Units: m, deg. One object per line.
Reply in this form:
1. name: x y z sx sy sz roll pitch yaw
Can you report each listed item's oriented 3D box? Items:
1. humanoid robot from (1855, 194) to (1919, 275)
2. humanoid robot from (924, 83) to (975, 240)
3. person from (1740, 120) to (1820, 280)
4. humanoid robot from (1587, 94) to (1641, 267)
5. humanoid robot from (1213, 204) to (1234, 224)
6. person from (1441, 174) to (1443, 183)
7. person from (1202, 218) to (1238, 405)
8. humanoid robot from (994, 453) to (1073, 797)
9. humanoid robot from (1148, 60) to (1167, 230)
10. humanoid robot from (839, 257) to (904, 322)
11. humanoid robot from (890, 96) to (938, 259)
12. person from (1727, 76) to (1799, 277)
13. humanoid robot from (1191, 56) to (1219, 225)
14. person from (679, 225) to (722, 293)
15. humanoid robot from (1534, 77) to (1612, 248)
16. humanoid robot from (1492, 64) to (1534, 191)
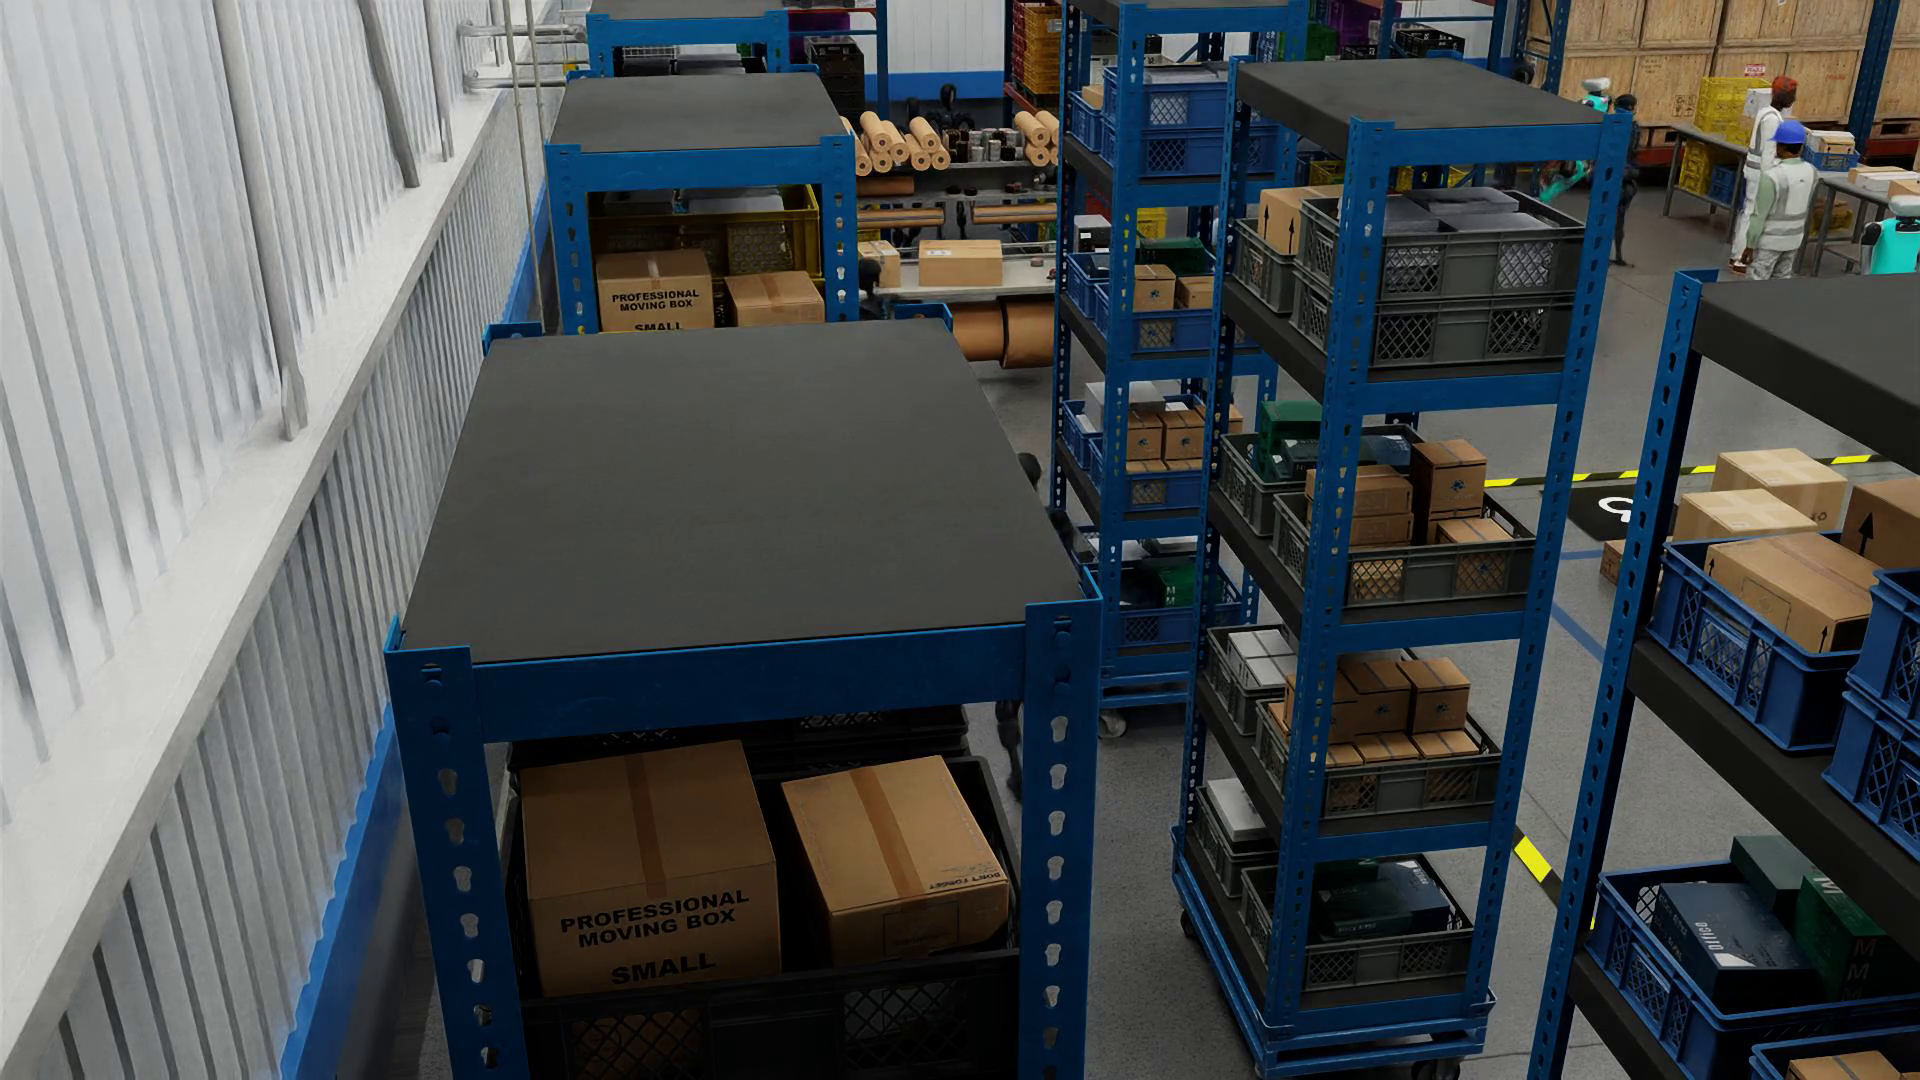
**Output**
1. humanoid robot: 6.624 -1.540 11.726 0.533 1.680 0.735 1 25 2
2. humanoid robot: -0.106 -3.766 16.794 0.593 1.655 0.322 5 25 11
3. person: 6.665 -2.454 13.637 0.611 1.939 0.412 -11 27 -23
4. humanoid robot: 6.424 -3.507 16.247 0.599 1.645 0.367 -17 30 -32
5. humanoid robot: 2.687 -3.773 16.848 0.530 1.868 0.763 -4 25 -9
6. person: 4.720 -3.928 16.720 0.391 2.040 0.607 -2 25 -5
7. person: 1.688 -1.237 11.100 0.401 1.847 0.587 -4 25 -9
8. humanoid robot: 0.241 0.363 7.891 0.606 1.633 0.796 -6 25 -13
9. humanoid robot: 1.931 -4.071 17.325 0.674 1.758 0.548 -22 33 -39
10. humanoid robot: -0.472 -1.023 10.845 0.589 1.627 0.508 -21 32 -38
11. humanoid robot: -0.526 -3.518 16.288 0.590 1.652 0.577 -9 26 -18
12. person: 7.684 -3.467 15.919 0.352 1.889 0.597 8 26 17
13. humanoid robot: 2.622 -4.171 17.576 0.537 1.761 0.747 -7 26 -15
14. person: -1.894 -2.081 12.868 0.610 1.916 0.947 -7 26 -15
15. humanoid robot: 6.046 -3.784 16.812 0.798 1.802 0.530 22 33 39
16. humanoid robot: 5.916 -4.334 18.043 0.507 1.643 0.608 13 28 26
